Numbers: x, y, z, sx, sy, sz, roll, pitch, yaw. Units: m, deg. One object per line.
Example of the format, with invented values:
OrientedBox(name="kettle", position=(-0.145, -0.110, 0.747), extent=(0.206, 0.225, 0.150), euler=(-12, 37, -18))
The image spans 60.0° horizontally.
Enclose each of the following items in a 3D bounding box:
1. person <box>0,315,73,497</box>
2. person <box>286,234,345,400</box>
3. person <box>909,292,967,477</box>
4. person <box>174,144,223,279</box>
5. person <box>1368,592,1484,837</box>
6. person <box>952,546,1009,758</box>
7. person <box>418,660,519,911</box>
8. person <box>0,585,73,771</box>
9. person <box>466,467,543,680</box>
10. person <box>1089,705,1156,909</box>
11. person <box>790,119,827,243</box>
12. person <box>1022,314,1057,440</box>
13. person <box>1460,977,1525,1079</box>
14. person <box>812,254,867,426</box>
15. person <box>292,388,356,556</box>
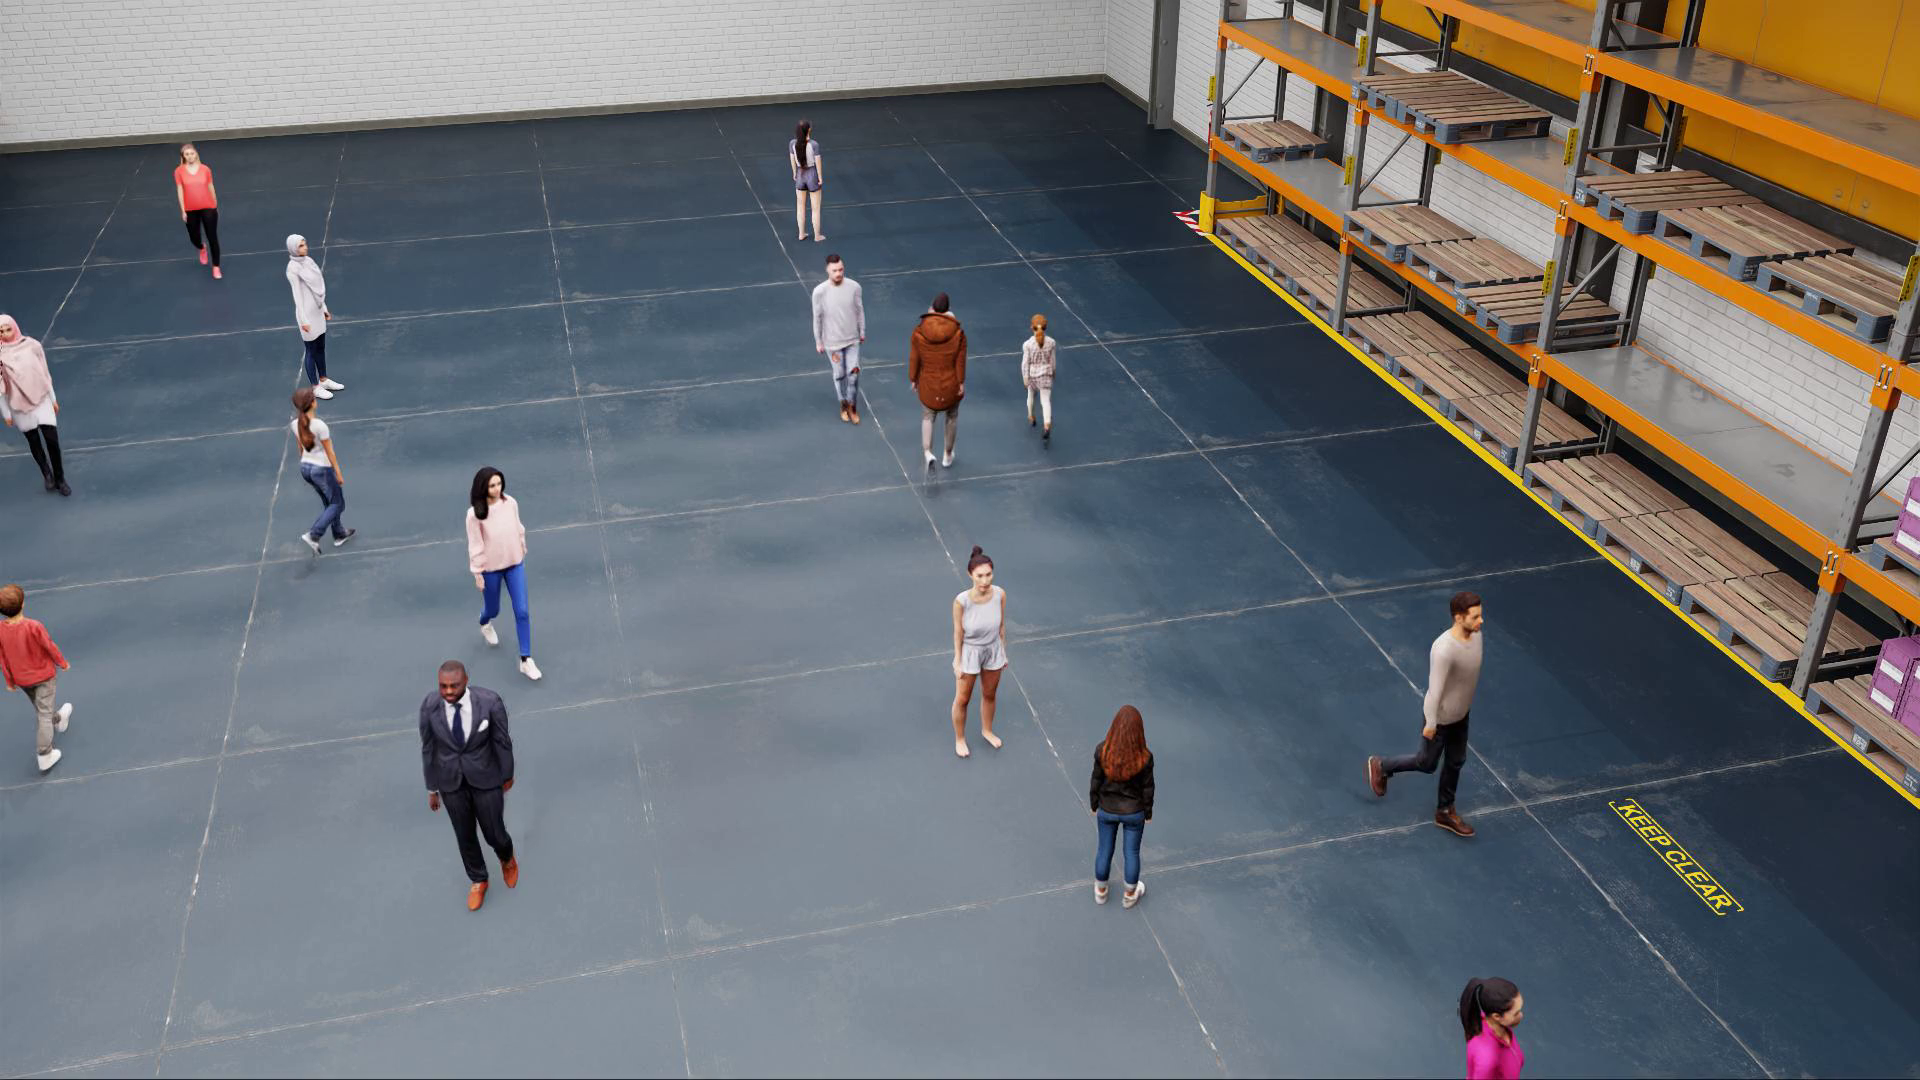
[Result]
OrientedBox(name="person", position=(-8.791, -1.295, 15.693), extent=(0.769, 1.785, 0.860), euler=(-17, 33, -29))
OrientedBox(name="person", position=(-6.921, -2.394, 17.717), extent=(0.745, 1.775, 0.615), euler=(5, 29, 10))
OrientedBox(name="person", position=(-0.197, -1.458, 15.957), extent=(0.899, 1.818, 1.094), euler=(2, 29, 3))
OrientedBox(name="person", position=(-9.647, -4.185, 21.097), extent=(0.696, 1.684, 0.936), euler=(-13, 31, -22))
OrientedBox(name="person", position=(3.191, 1.128, 11.183), extent=(1.154, 1.851, 0.980), euler=(25, 37, 38))
OrientedBox(name="person", position=(0.139, 0.811, 12.016), extent=(0.600, 1.608, 0.562), euler=(-12, 31, -21))
OrientedBox(name="person", position=(-3.102, 1.488, 10.567), extent=(0.753, 1.808, 0.727), euler=(-2, 29, -3))
OrientedBox(name="person", position=(-6.653, 1.005, 11.894), extent=(0.690, 1.384, 0.975), euler=(0, 29, 1))
OrientedBox(name="person", position=(-3.625, 0.217, 12.967), extent=(0.939, 1.742, 1.212), euler=(-21, 35, -33))
OrientedBox(name="person", position=(1.021, 1.691, 10.536), extent=(0.631, 1.481, 0.630), euler=(5, 29, 10))
OrientedBox(name="person", position=(-2.042, -4.824, 22.306), extent=(0.684, 1.647, 0.713), euler=(10, 30, 17))
OrientedBox(name="person", position=(0.824, -1.639, 16.844), extent=(0.593, 1.287, 0.969), euler=(-4, 29, -7))
OrientedBox(name="person", position=(2.544, 2.825, 8.231), extent=(0.749, 1.698, 0.671), euler=(11, 30, 19))
OrientedBox(name="person", position=(-1.240, -2.110, 17.153), extent=(0.719, 1.816, 0.655), euler=(-6, 29, -10))
OrientedBox(name="person", position=(-5.658, -0.587, 14.639), extent=(0.849, 1.552, 0.956), euler=(11, 31, 20))
